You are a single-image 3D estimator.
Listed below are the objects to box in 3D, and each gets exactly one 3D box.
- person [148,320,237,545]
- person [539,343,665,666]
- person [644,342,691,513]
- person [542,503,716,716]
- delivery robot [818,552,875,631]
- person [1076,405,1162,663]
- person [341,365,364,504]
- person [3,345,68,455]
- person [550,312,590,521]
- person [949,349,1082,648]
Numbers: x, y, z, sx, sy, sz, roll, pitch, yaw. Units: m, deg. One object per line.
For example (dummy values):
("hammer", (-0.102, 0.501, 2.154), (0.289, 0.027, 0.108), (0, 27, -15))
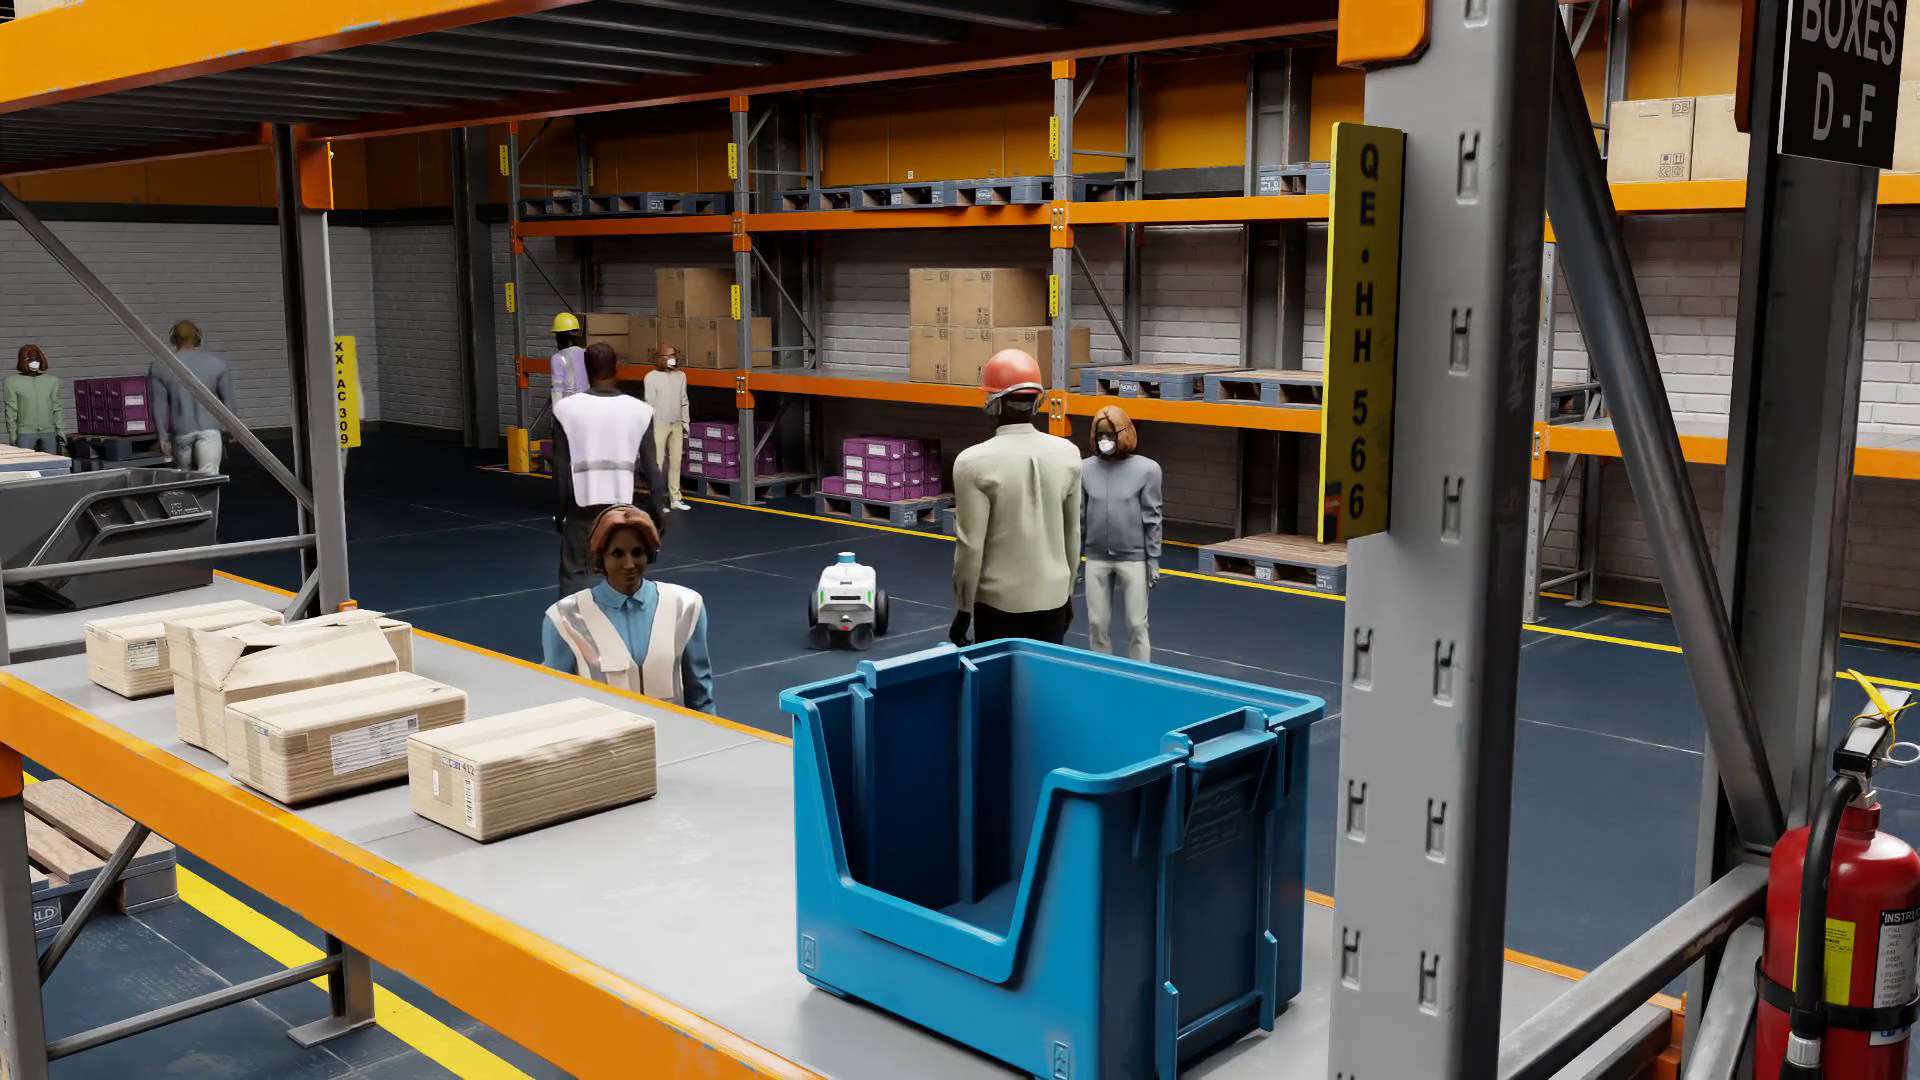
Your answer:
("person", (-6.481, -0.908, 14.090), (0.648, 1.892, 1.045), (-4, 10, -21))
("person", (-2.080, -0.174, 9.570), (0.817, 1.888, 0.547), (-5, 11, -29))
("person", (-2.787, -1.071, 15.853), (0.281, 1.624, 0.498), (9, 13, 42))
("person", (-0.985, 0.699, 4.979), (0.514, 1.634, 0.312), (-5, 10, -26))
("delivery robot", (-0.699, 0.321, 10.302), (0.477, 0.478, 0.707), (0, 9, -2))
("person", (0.791, 0.117, 8.575), (0.505, 1.622, 0.297), (4, 10, 21))
("person", (-6.212, -1.243, 16.450), (0.597, 1.789, 0.870), (-6, 11, -32))
("person", (-8.391, -0.956, 15.116), (0.280, 1.633, 0.499), (8, 12, 39))
("person", (-3.570, -1.126, 15.304), (0.402, 1.919, 0.588), (4, 10, 24))
("person", (0.220, 0.227, 6.760), (0.613, 1.995, 0.391), (-6, 11, -32))
